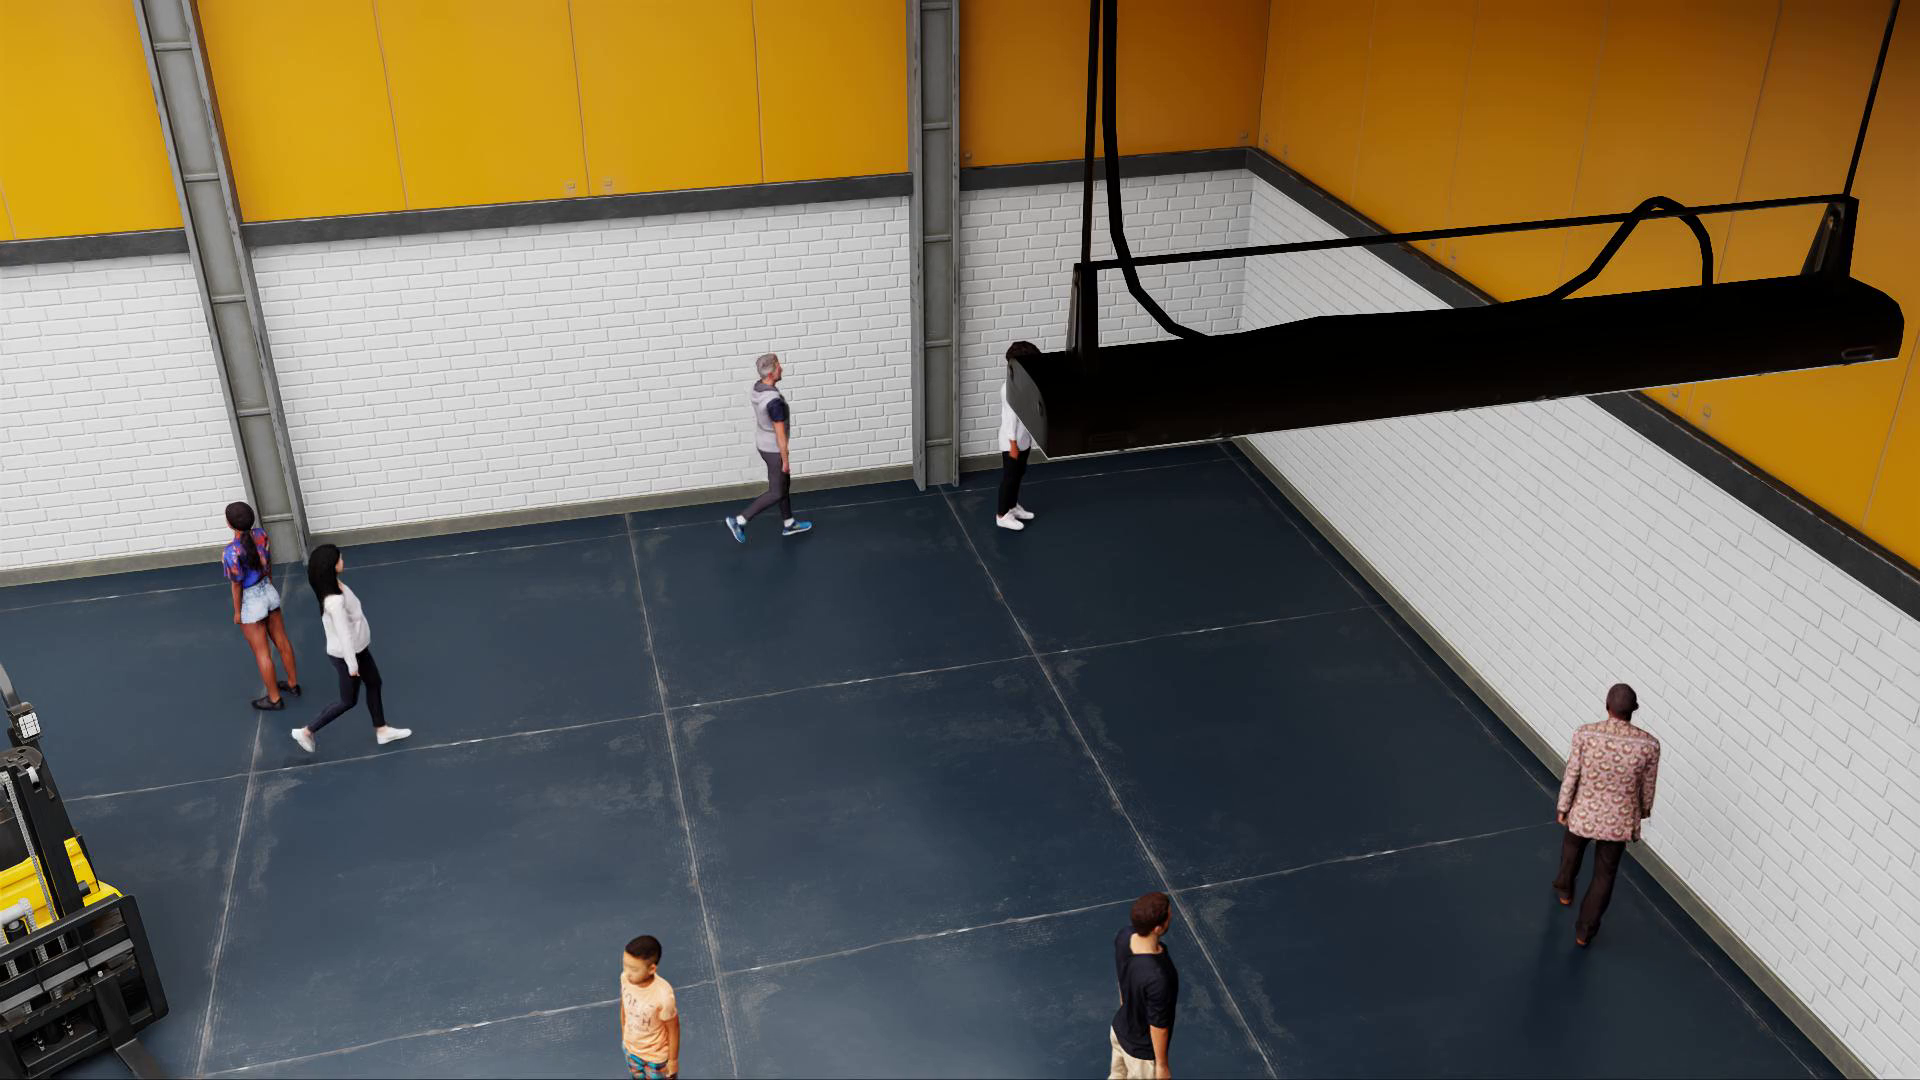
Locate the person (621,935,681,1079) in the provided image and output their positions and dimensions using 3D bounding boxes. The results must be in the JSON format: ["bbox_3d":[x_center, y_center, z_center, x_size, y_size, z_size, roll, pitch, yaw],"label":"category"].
[{"bbox_3d":[-1.632,2.674,8.806,0.601,1.461,0.653,18,33,29],"label":"person"}]

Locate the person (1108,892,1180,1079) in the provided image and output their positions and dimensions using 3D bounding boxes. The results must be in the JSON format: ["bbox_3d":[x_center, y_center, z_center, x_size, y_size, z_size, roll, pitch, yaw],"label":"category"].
[{"bbox_3d":[0.922,2.572,8.587,0.570,1.851,0.648,-10,30,-17],"label":"person"}]

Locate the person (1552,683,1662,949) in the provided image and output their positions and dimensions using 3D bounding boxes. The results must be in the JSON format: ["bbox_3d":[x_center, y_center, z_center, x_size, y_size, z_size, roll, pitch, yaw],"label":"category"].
[{"bbox_3d":[3.936,1.731,10.197,0.995,1.784,1.039,13,31,22],"label":"person"}]

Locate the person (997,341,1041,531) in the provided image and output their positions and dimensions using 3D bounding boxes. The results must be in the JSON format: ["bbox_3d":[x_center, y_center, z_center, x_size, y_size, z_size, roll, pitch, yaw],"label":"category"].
[{"bbox_3d":[0.508,-0.963,15.116,0.771,1.804,0.724,13,31,22],"label":"person"}]

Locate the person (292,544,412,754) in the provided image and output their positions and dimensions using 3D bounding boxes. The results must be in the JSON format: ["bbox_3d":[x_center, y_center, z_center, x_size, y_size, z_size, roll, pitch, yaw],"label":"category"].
[{"bbox_3d":[-4.504,0.828,11.972,1.062,1.671,0.716,-11,30,-19],"label":"person"}]

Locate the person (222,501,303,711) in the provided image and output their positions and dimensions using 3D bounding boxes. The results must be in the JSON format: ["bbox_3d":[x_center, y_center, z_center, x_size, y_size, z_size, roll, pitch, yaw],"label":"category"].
[{"bbox_3d":[-5.285,0.482,12.532,0.692,1.743,0.668,10,30,17],"label":"person"}]

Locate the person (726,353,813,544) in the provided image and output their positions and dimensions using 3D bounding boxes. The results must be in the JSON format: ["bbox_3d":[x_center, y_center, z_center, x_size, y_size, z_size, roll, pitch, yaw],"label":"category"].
[{"bbox_3d":[-1.737,-0.774,14.770,1.125,1.805,0.816,-13,31,-23],"label":"person"}]
